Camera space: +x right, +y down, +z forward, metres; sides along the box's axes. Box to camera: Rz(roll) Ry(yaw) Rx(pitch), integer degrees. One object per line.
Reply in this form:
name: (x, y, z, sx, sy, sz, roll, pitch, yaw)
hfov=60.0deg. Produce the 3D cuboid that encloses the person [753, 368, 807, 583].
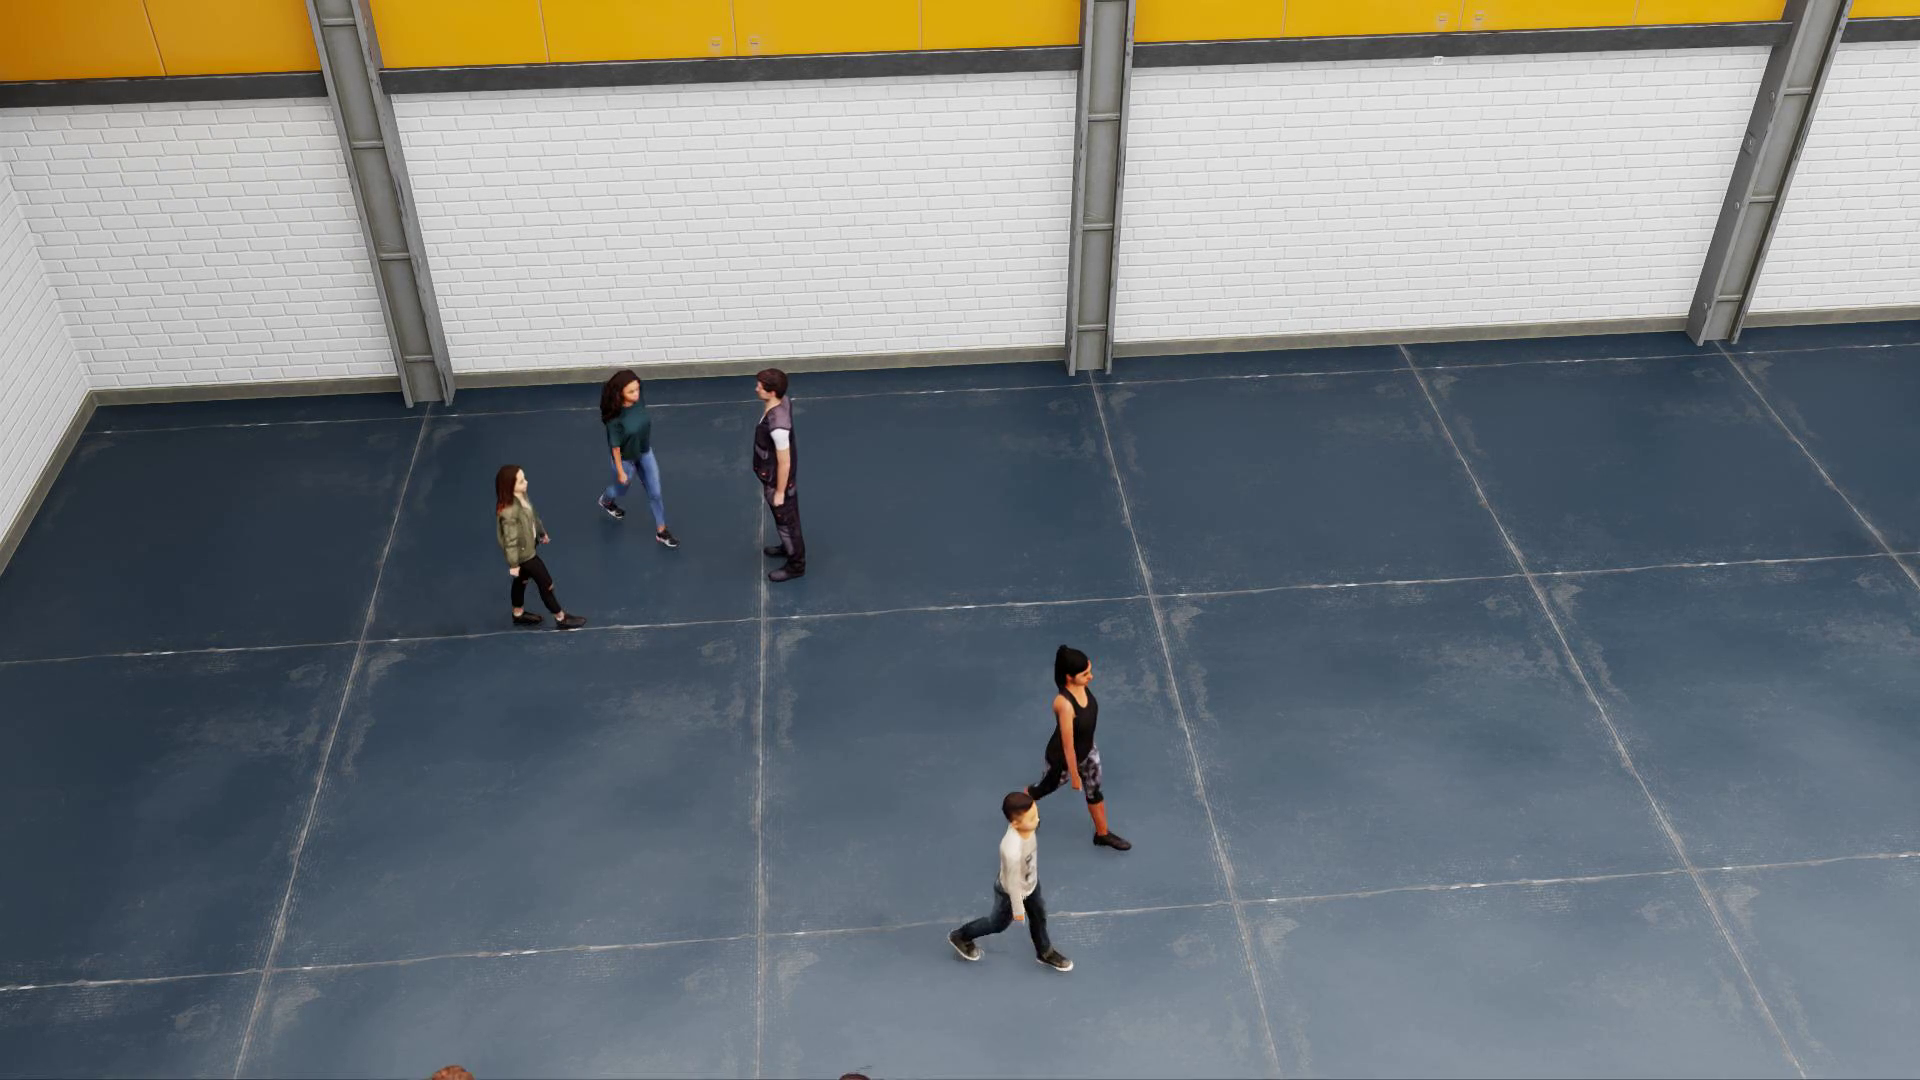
person: (-1.353, -0.512, 12.598, 0.566, 1.848, 0.652, -5, 39, -6)

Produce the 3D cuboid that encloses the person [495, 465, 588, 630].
person: (-3.268, 0.072, 12.179, 0.788, 1.459, 0.612, -2, 39, -3)

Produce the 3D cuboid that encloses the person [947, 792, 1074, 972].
person: (0.258, 2.013, 9.761, 1.073, 1.445, 0.834, 13, 40, 16)

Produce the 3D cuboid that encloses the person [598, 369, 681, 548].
person: (-2.625, -0.672, 13.013, 1.112, 1.580, 1.021, 24, 44, 27)

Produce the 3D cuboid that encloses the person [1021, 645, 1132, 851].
person: (0.609, 1.318, 10.489, 1.183, 1.622, 0.945, 14, 41, 17)
